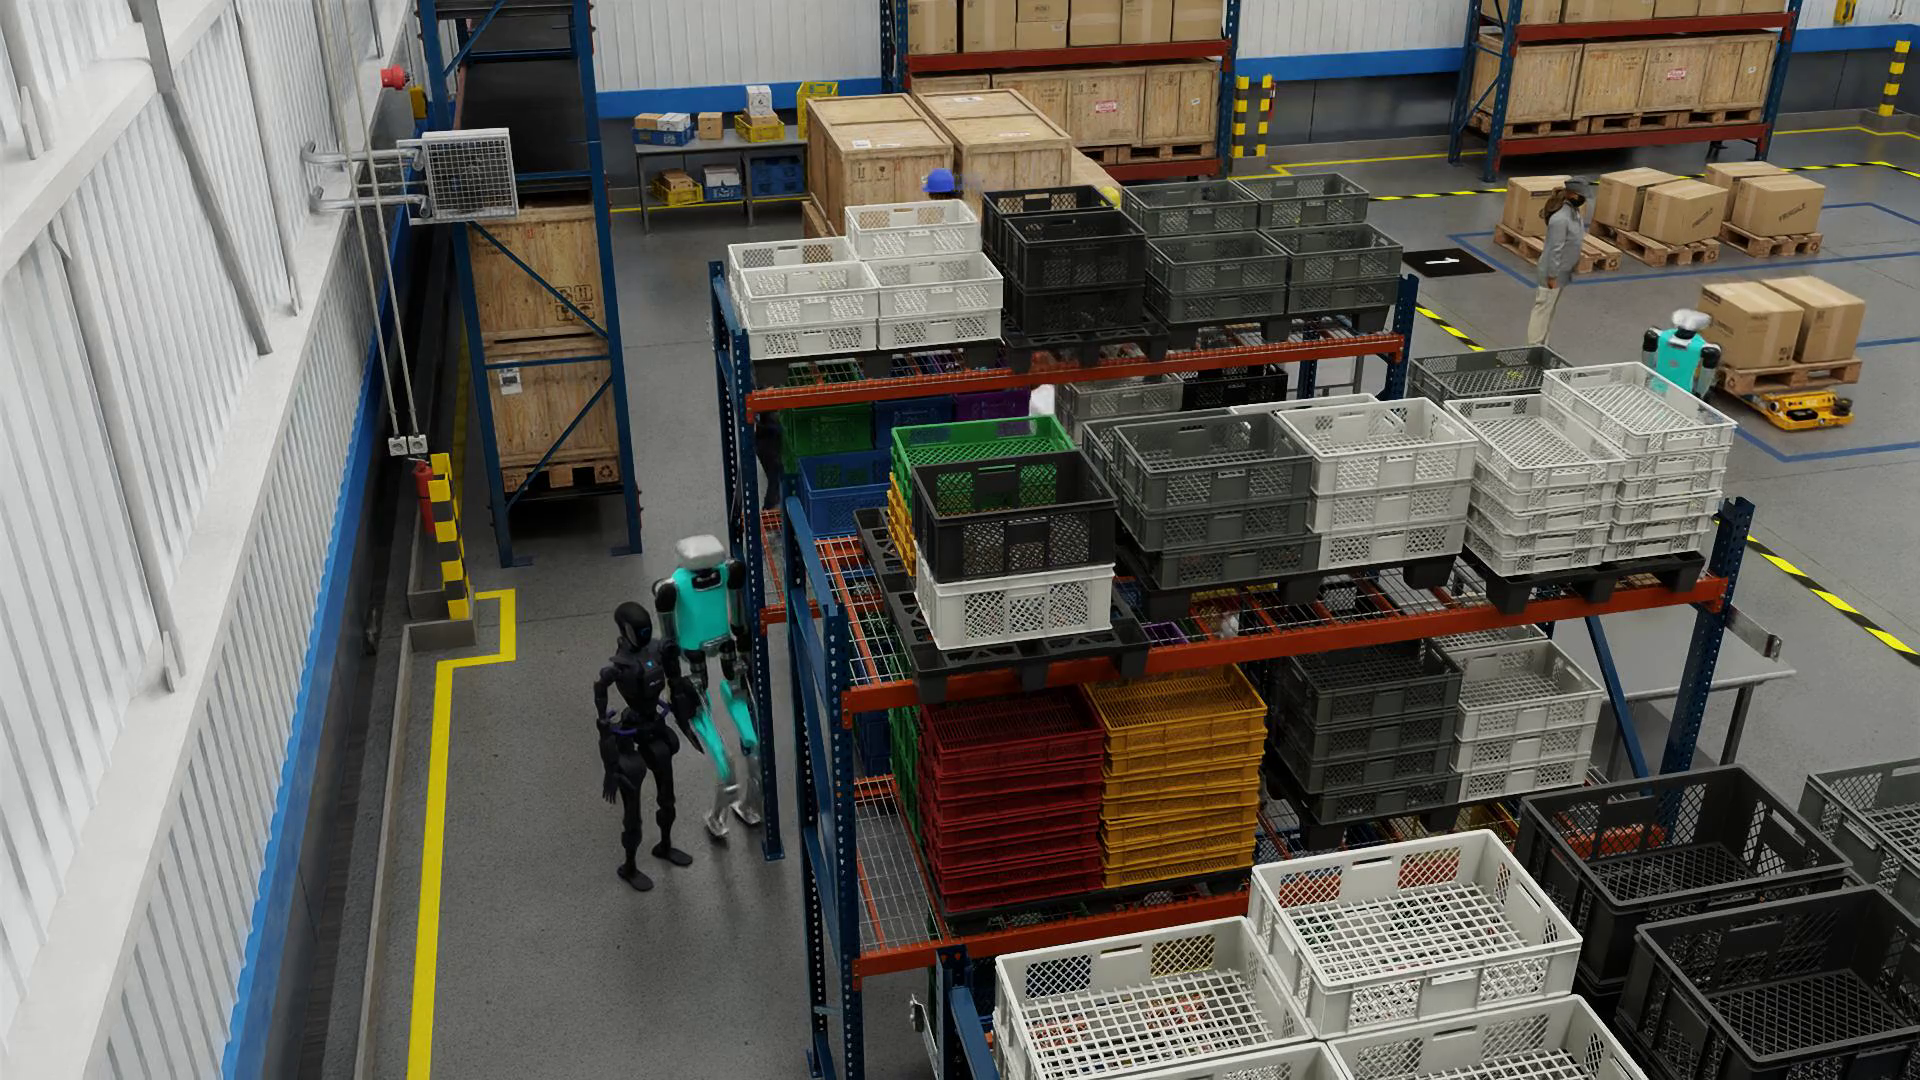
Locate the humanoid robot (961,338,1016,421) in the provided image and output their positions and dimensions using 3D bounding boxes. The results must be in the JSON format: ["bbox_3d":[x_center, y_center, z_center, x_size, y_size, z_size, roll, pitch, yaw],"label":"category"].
[{"bbox_3d":[0.300,-0.504,11.322,0.531,1.689,0.740,-4,28,-7],"label":"humanoid robot"}]

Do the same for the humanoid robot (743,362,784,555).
[{"bbox_3d":[-1.405,-0.701,11.885,0.705,1.632,0.615,-24,36,-38],"label":"humanoid robot"}]

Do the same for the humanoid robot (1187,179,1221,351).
[{"bbox_3d":[2.305,-2.517,15.317,0.473,1.637,0.593,-21,34,-34],"label":"humanoid robot"}]

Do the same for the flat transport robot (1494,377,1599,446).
[{"bbox_3d":[4.780,-1.036,14.013,0.659,0.231,1.431,-6,28,-12],"label":"flat transport robot"}]

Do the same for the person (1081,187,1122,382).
[{"bbox_3d":[1.265,-2.186,14.517,0.599,1.829,0.404,5,28,9],"label":"person"}]

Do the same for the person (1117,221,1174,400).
[{"bbox_3d":[1.508,-1.640,13.269,0.605,2.034,0.388,-18,33,-30],"label":"person"}]

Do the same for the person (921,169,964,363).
[{"bbox_3d":[-0.203,-2.321,14.667,0.655,1.923,0.650,4,28,8],"label":"person"}]

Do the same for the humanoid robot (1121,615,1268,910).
[{"bbox_3d":[1.098,1.257,8.138,0.911,1.806,0.533,-14,31,-25],"label":"humanoid robot"}]

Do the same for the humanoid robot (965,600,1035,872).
[{"bbox_3d":[0.427,0.969,8.660,0.865,1.778,0.560,-21,34,-34],"label":"humanoid robot"}]

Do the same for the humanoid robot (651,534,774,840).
[{"bbox_3d":[-1.226,0.841,8.794,0.532,1.726,0.699,-20,34,-33],"label":"humanoid robot"}]

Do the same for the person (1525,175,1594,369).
[{"bbox_3d":[5.416,-2.450,15.090,0.407,1.762,0.564,16,32,28],"label":"person"}]

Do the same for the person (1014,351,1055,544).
[{"bbox_3d":[0.537,-0.404,11.130,0.901,1.857,0.613,14,31,25],"label":"person"}]

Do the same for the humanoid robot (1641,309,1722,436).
[{"bbox_3d":[5.244,-0.903,12.211,0.560,1.799,0.798,21,34,34],"label":"humanoid robot"}]

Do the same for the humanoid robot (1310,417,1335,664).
[{"bbox_3d":[2.221,-0.013,10.583,0.593,1.632,0.703,-20,34,-33],"label":"humanoid robot"}]

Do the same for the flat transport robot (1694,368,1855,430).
[{"bbox_3d":[7.089,-1.357,14.592,0.652,0.197,1.431,-6,28,-12],"label":"flat transport robot"}]

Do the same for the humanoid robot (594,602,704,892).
[{"bbox_3d":[-1.612,1.046,8.549,0.325,1.654,0.601,21,34,34],"label":"humanoid robot"}]
